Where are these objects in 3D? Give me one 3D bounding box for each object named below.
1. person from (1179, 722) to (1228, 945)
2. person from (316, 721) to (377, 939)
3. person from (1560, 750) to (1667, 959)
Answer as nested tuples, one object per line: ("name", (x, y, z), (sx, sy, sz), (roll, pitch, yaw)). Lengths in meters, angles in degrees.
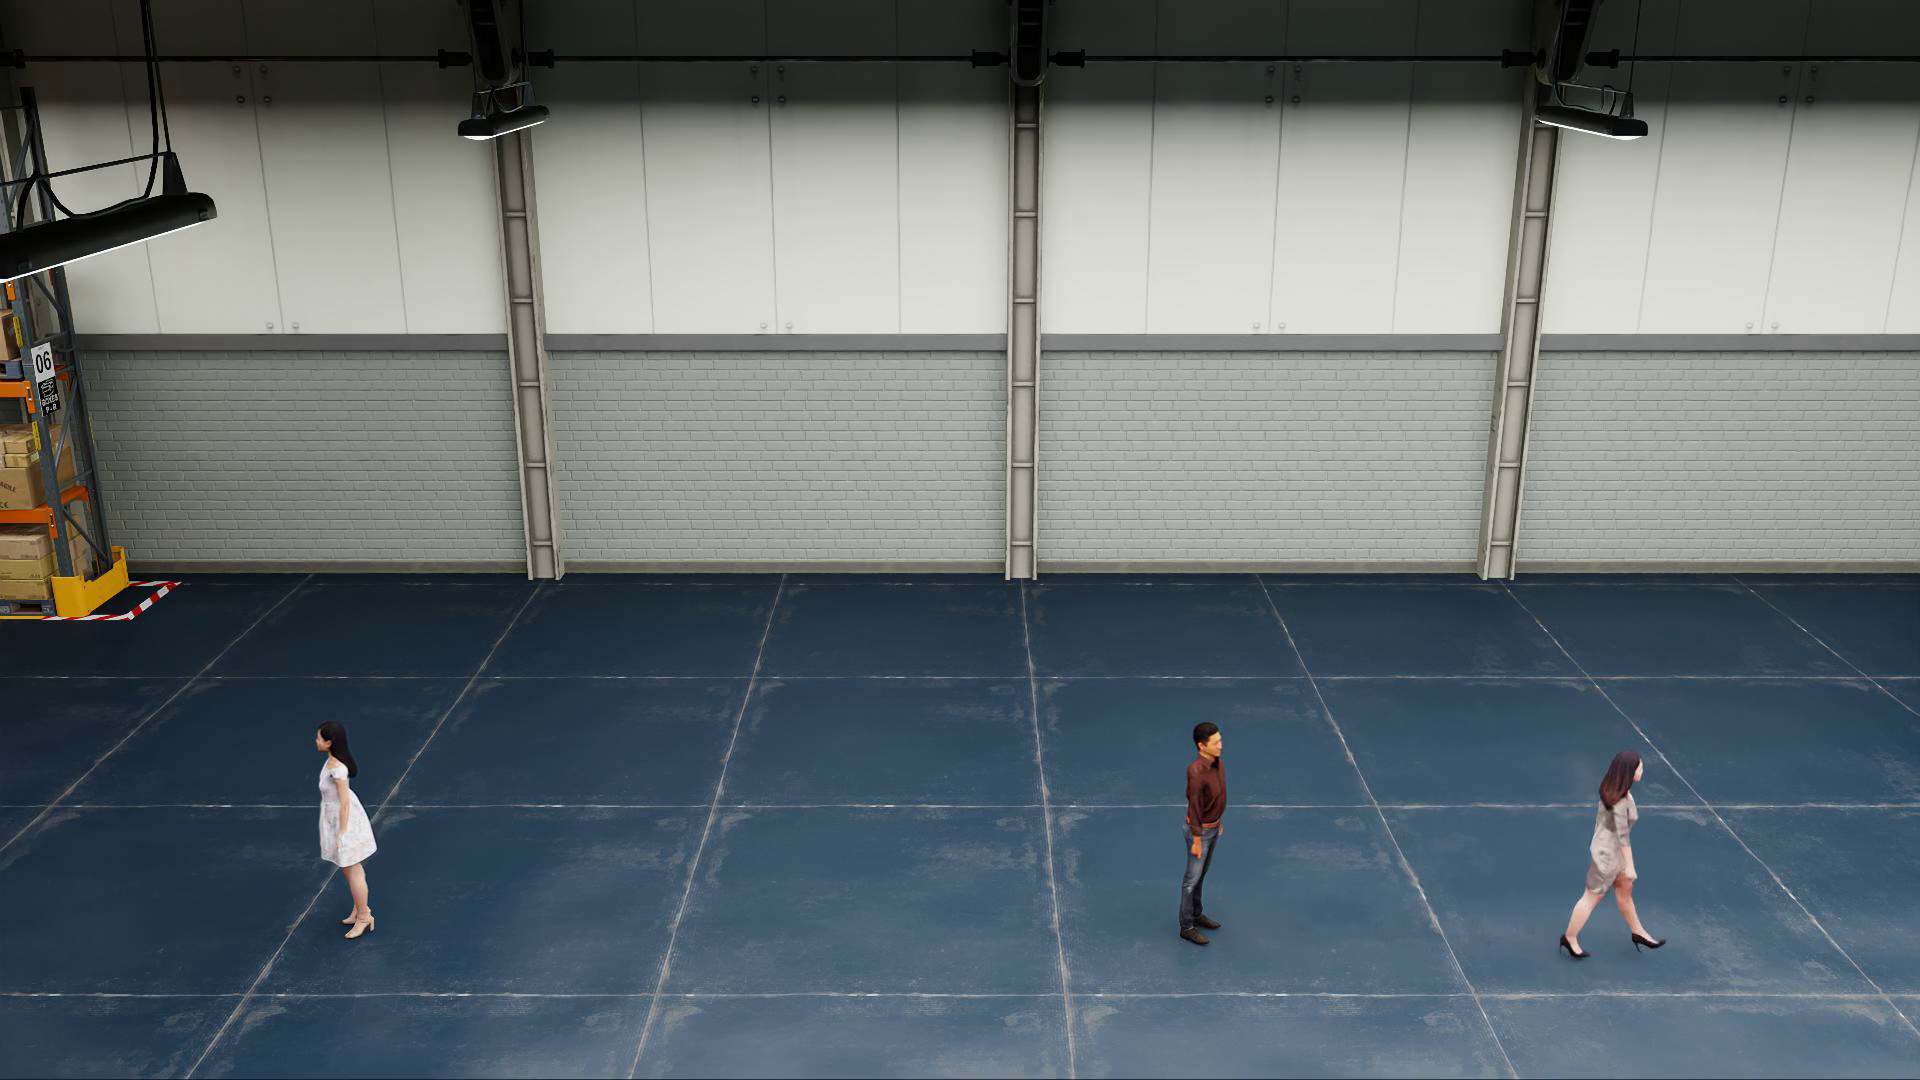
("person", (1.847, 2.214, 12.742), (0.702, 1.782, 0.719), (10, 20, 28))
("person", (-4.735, 2.210, 12.770), (0.756, 1.774, 0.743), (-7, 19, -20))
("person", (4.741, 2.365, 12.392), (1.060, 1.712, 0.750), (3, 18, 10))
